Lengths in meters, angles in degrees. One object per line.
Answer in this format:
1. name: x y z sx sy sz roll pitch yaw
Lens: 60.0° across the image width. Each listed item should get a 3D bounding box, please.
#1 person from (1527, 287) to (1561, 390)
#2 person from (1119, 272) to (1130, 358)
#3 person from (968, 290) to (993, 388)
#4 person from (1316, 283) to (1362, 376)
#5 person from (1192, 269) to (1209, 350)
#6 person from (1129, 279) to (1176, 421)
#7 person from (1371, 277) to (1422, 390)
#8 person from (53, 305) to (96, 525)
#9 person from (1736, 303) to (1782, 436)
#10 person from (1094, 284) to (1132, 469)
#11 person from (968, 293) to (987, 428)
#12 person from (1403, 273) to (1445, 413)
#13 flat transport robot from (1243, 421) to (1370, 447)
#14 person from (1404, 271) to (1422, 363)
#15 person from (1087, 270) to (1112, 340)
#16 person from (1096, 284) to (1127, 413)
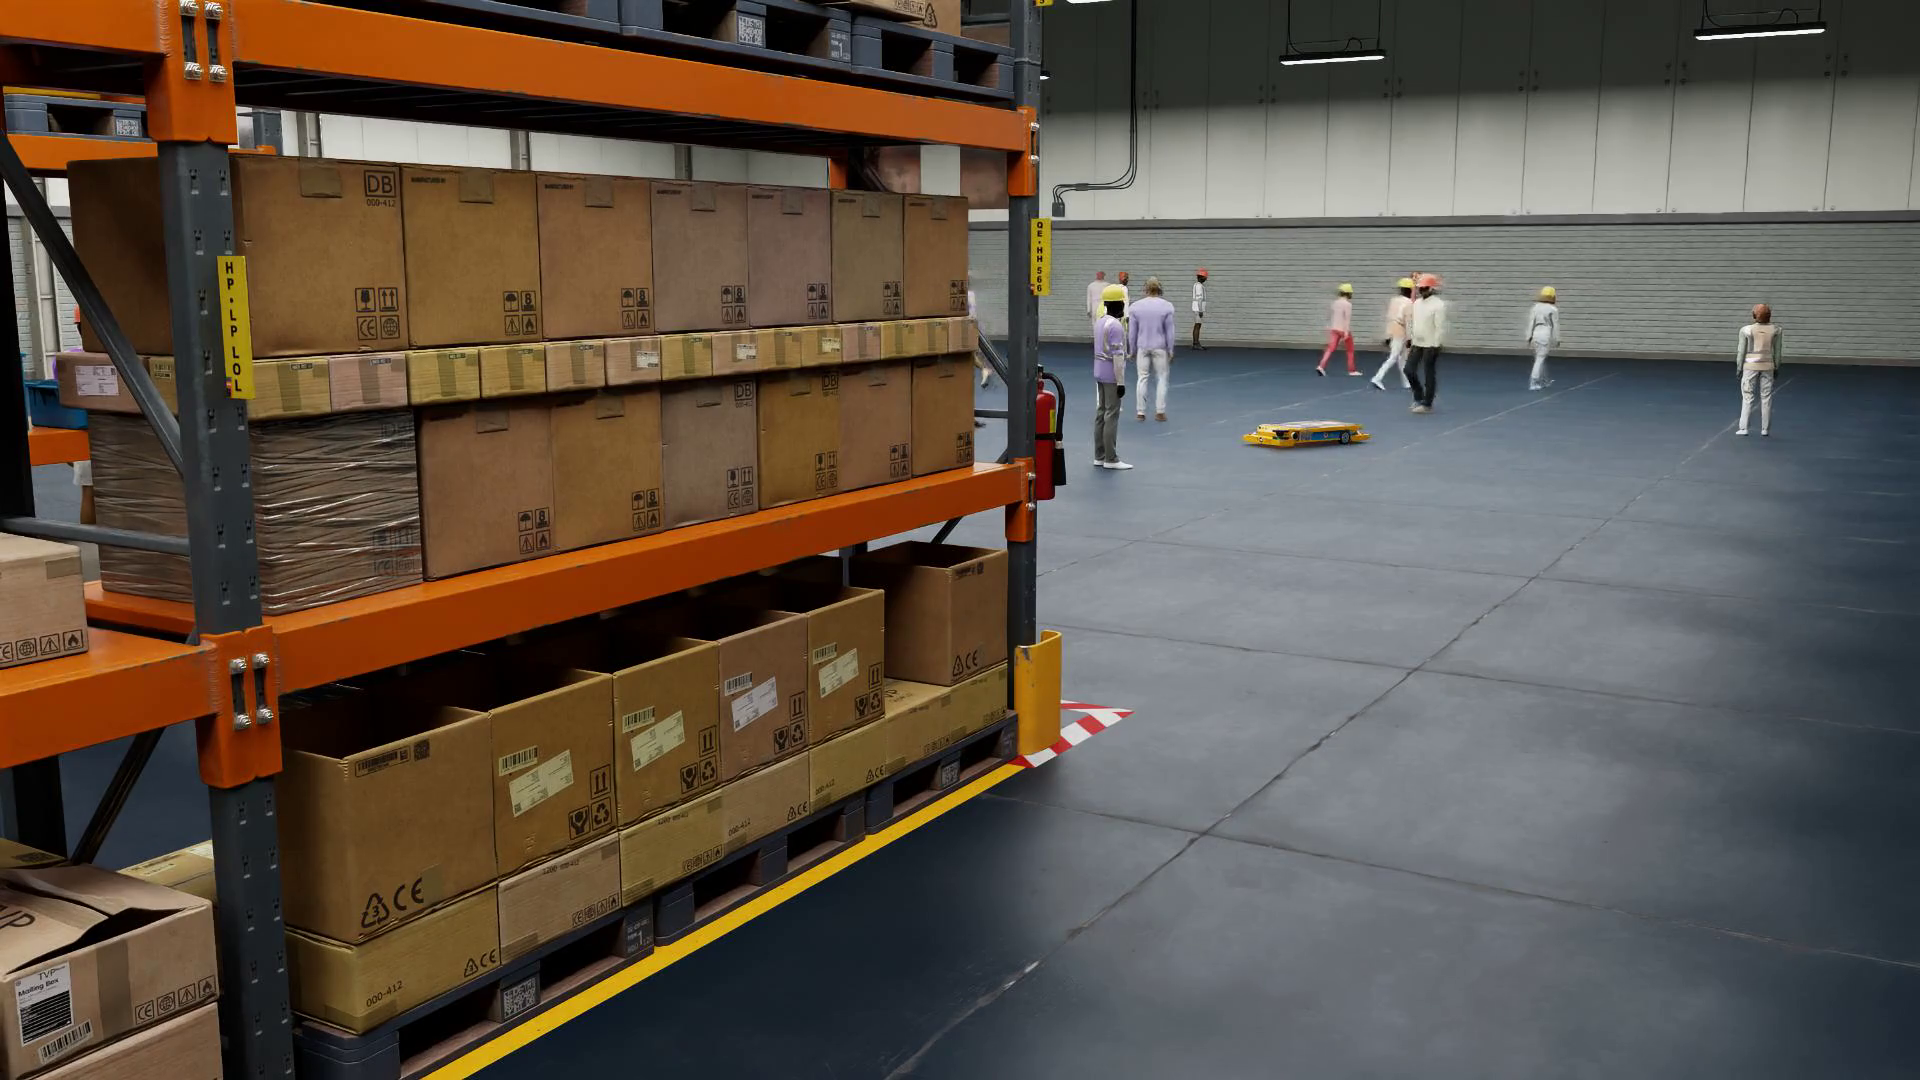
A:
1. person: 9.861 -3.383 27.893 0.843 1.702 0.513 -6 11 -31
2. person: 3.555 -4.932 36.469 0.356 1.887 0.573 -4 10 -22
3. person: 0.125 -3.453 27.407 0.777 2.026 0.626 6 11 31
4. person: 7.038 -3.889 30.828 0.881 1.727 0.530 -5 11 -26
5. person: 5.699 -5.464 39.458 0.369 1.929 0.542 0 10 1
6. person: 2.603 -2.550 22.484 0.650 1.926 0.389 4 10 22
7. person: 7.317 -3.454 27.834 0.962 1.890 0.592 -2 10 -13
8. person: -6.055 -0.726 11.741 0.540 1.930 0.386 -3 10 -16
9. person: 9.884 -2.100 20.593 0.514 1.645 0.307 2 10 9
10. person: 1.592 -1.707 17.455 0.364 1.930 0.588 -3 10 -17
11. person: -0.084 -2.322 21.437 0.806 1.807 0.601 -1 10 -3
12. person: 6.551 -2.768 23.513 0.476 1.977 0.650 -5 11 -28
13. flat transport robot: 4.129 -1.277 19.791 1.431 0.197 0.652 -6 11 -31
14. person: 9.483 -4.651 34.765 0.403 1.906 0.651 2 10 14
15. person: 3.407 -5.615 40.455 0.658 1.888 0.723 1 10 7
16. person: 2.166 -2.730 23.733 0.430 1.836 0.627 -2 10 -14
